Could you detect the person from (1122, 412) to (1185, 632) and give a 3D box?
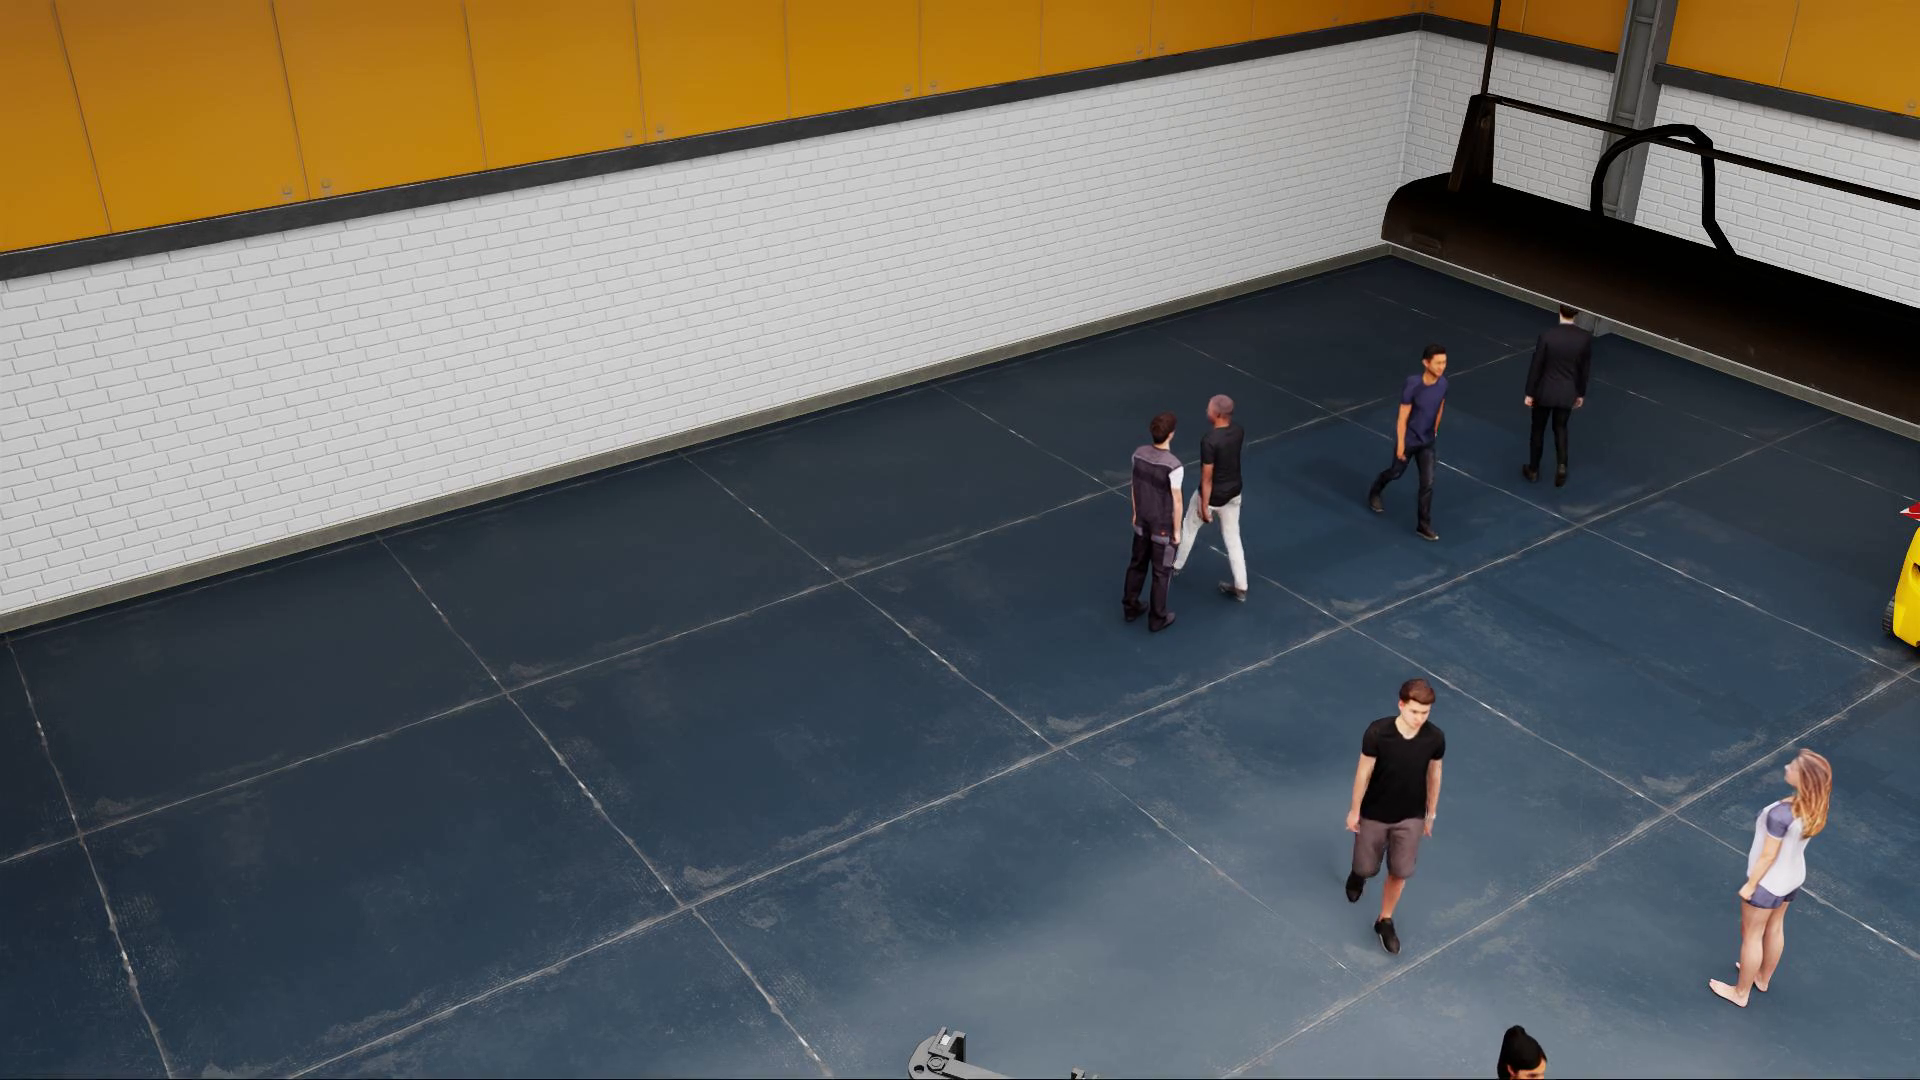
[{"bbox_3d":[1.548,-0.147,13.193,0.734,1.846,0.569,-25,37,-37],"label":"person"}]

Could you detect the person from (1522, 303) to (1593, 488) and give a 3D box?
[{"bbox_3d":[5.508,-1.333,15.334,0.994,1.877,1.098,0,29,0],"label":"person"}]

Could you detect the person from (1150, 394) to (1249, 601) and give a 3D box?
[{"bbox_3d":[2.175,-0.313,13.594,0.669,1.753,1.147,-20,35,-33],"label":"person"}]

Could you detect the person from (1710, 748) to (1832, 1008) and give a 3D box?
[{"bbox_3d":[4.667,1.928,9.504,0.604,1.735,0.549,-16,33,-27],"label":"person"}]

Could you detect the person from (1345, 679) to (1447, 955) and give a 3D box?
[{"bbox_3d":[2.593,1.583,10.019,0.961,1.848,1.043,2,29,3],"label":"person"}]

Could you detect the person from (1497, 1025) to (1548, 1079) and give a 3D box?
[{"bbox_3d":[2.489,2.916,7.790,0.624,1.642,0.976,-16,32,-27],"label":"person"}]

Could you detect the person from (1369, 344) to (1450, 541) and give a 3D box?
[{"bbox_3d":[3.970,-0.917,14.698,0.888,1.756,1.223,-8,30,-15],"label":"person"}]
